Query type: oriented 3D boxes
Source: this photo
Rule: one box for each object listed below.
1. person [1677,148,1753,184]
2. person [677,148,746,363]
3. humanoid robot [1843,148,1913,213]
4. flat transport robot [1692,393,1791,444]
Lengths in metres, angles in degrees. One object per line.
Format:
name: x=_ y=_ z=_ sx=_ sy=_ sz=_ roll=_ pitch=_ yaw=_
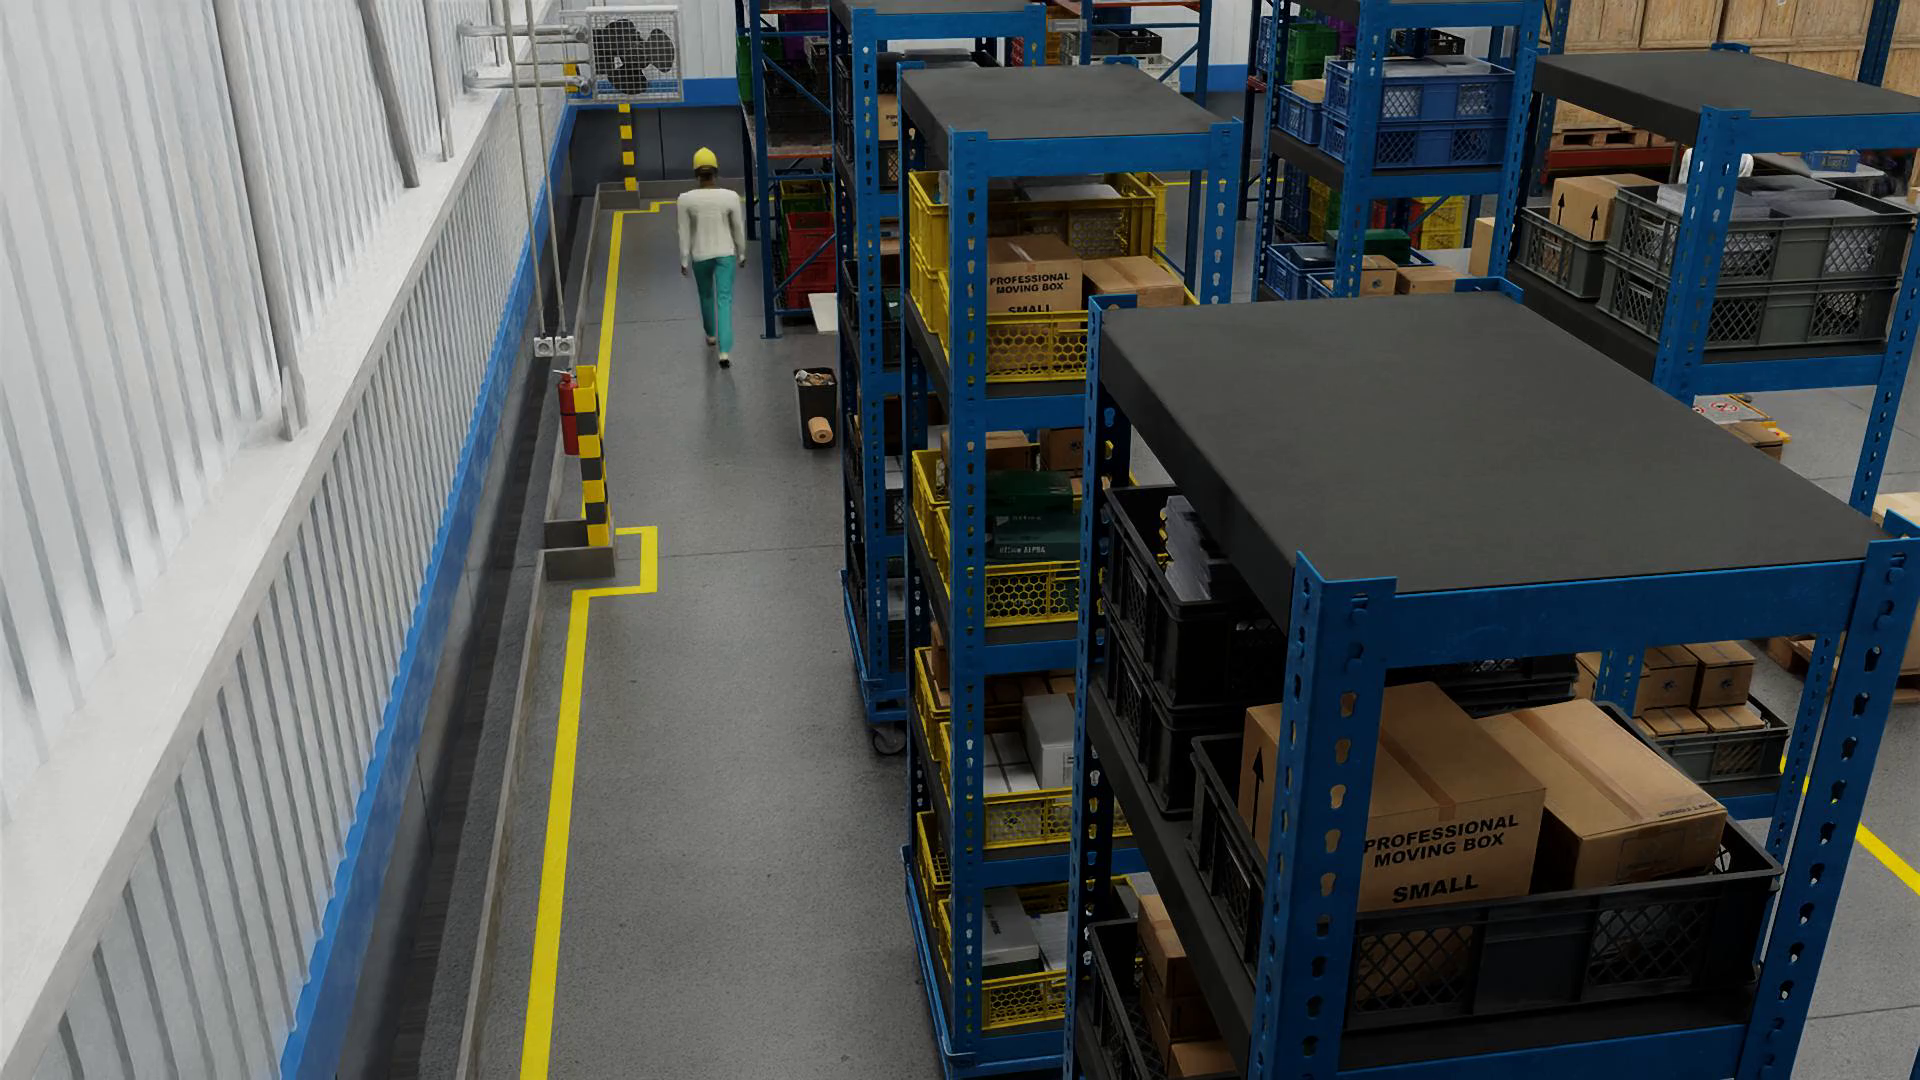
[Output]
person: x=6.380 y=-2.704 z=14.247 sx=0.571 sy=1.882 sz=0.356 roll=10 pitch=26 yaw=21
person: x=-2.029 y=-2.336 z=13.638 sx=0.540 sy=1.720 sz=0.879 roll=-3 pitch=25 yaw=-6
humanoid robot: x=9.053 y=-3.596 z=16.474 sx=0.581 sy=1.646 sz=0.690 roll=2 pitch=25 yaw=5
flat transport robot: x=5.224 y=-0.859 z=12.132 sx=1.431 sy=0.197 sz=0.652 roll=-4 pitch=25 yaw=-8
